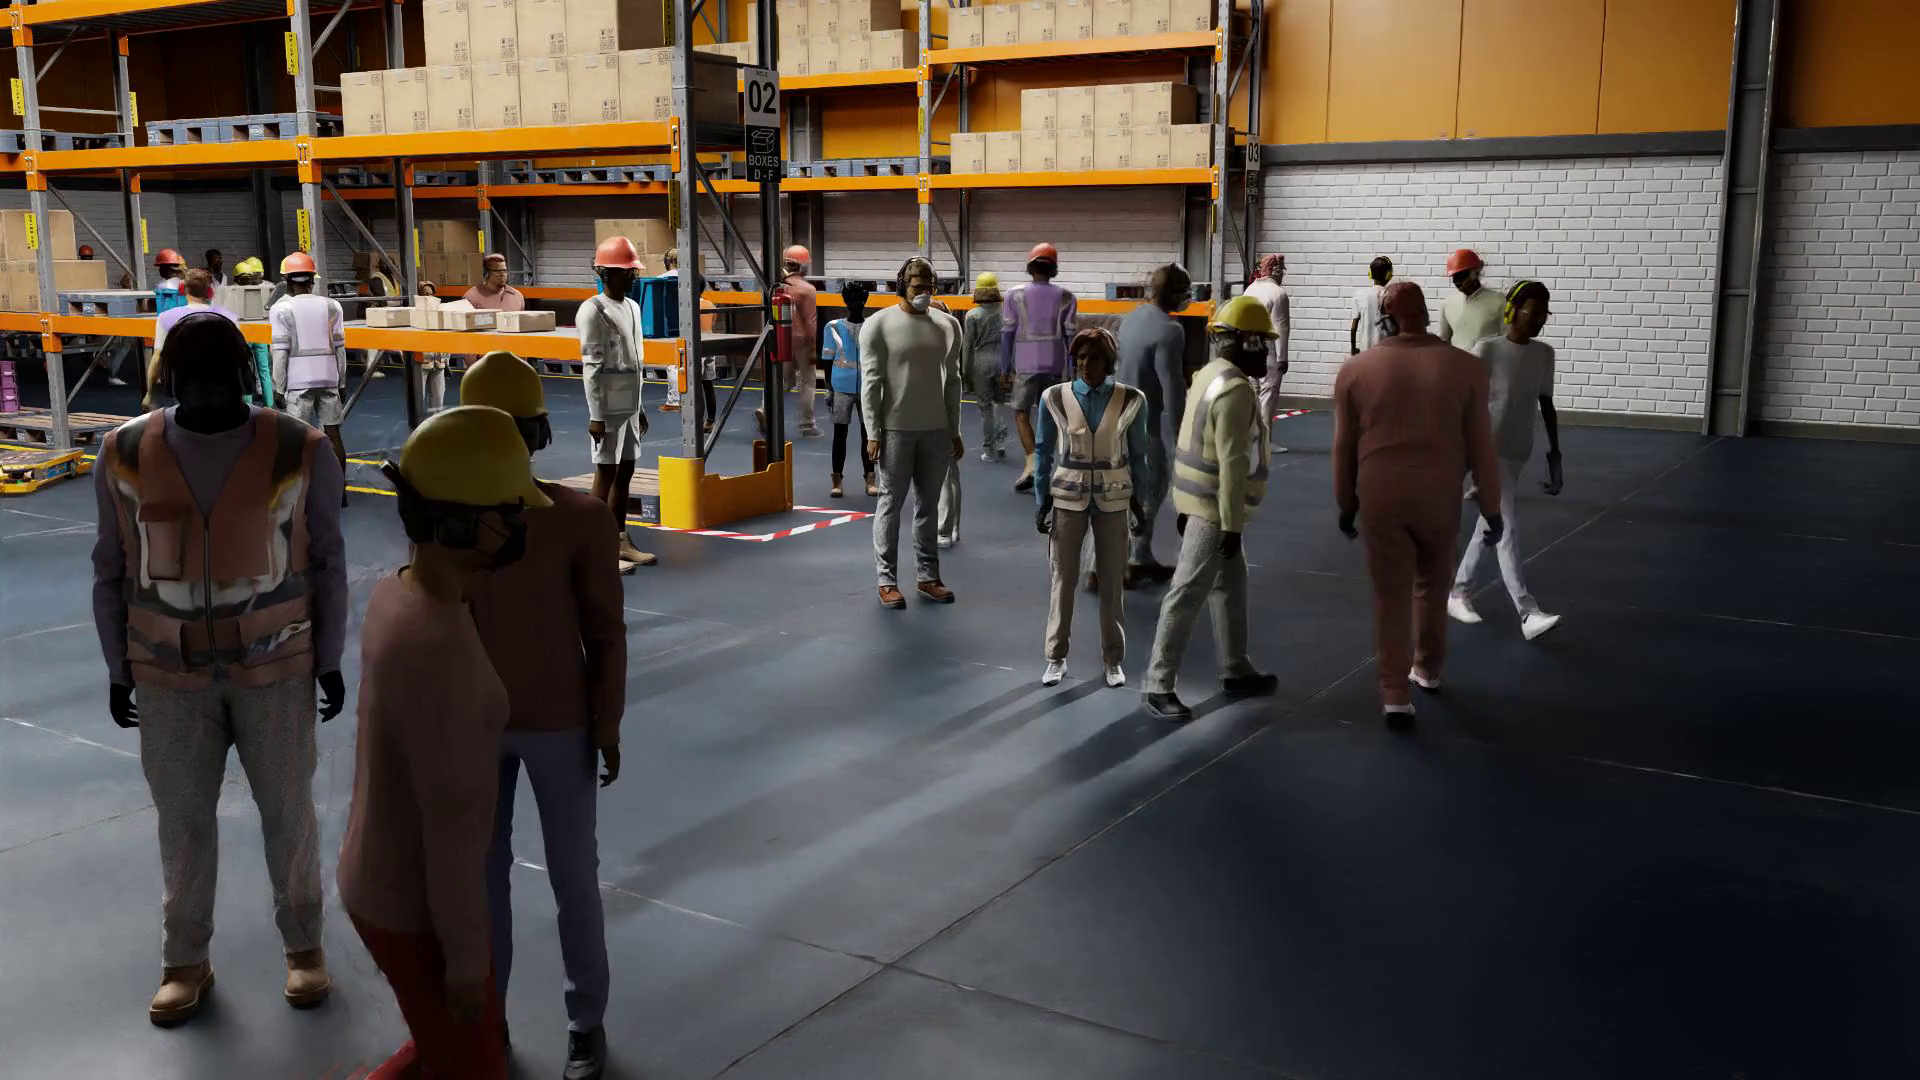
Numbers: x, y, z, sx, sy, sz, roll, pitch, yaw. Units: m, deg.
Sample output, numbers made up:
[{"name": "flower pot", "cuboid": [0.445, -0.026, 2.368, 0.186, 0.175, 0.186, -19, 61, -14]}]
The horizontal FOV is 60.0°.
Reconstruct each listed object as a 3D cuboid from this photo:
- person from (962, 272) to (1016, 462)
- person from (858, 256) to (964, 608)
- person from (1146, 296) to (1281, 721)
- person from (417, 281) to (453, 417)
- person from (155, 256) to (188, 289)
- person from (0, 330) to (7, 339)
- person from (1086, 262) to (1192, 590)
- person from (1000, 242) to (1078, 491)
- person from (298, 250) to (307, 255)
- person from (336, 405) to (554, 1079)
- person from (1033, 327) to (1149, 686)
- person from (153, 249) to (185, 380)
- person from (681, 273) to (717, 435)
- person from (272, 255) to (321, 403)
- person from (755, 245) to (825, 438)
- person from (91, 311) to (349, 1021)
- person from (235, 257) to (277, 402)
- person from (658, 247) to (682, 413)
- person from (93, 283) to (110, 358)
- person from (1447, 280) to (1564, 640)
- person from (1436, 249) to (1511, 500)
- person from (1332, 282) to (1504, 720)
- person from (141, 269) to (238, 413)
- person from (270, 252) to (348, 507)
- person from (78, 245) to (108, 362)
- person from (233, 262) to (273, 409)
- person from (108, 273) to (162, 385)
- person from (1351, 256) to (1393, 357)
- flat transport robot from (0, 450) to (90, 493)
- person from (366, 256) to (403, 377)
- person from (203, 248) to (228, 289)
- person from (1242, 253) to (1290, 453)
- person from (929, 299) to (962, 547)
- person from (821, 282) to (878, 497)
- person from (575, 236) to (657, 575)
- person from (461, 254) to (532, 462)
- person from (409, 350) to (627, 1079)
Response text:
[{"name": "person", "cuboid": [0.261, -1.587, 15.266, 0.518, 1.725, 0.429, -4, 11, -20]}, {"name": "person", "cuboid": [-0.253, -0.597, 9.238, 0.628, 1.935, 0.373, -6, 12, -29]}, {"name": "person", "cuboid": [1.104, -0.141, 7.155, 0.652, 1.788, 0.627, 0, 10, 0]}, {"name": "person", "cuboid": [-5.051, -1.629, 15.767, 0.309, 1.641, 0.514, 7, 12, 34]}, {"name": "person", "cuboid": [-10.309, -2.855, 22.082, 0.566, 1.810, 0.618, 6, 12, 29]}, {"name": "person", "cuboid": [-12.996, -2.869, 22.087, 0.653, 1.858, 0.857, -8, 13, -36]}, {"name": "person", "cuboid": [1.057, -0.641, 9.576, 0.729, 1.892, 0.646, -2, 11, -13]}, {"name": "person", "cuboid": [0.661, -1.398, 13.488, 0.639, 2.012, 0.745, -2, 10, -10]}, {"name": "person", "cuboid": [-9.997, -3.494, 25.424, 0.340, 1.882, 0.586, 6, 12, 31]}, {"name": "person", "cuboid": [-0.980, 0.629, 2.944, 0.544, 1.742, 0.551, -5, 11, -26]}, {"name": "person", "cuboid": [0.594, -0.144, 7.547, 0.522, 1.636, 0.311, 1, 10, 3]}, {"name": "person", "cuboid": [-8.636, -2.224, 18.281, 0.402, 1.919, 0.547, 3, 11, 17]}, {"name": "person", "cuboid": [-2.716, -1.925, 17.246, 0.318, 1.698, 0.534, 4, 11, 23]}, {"name": "person", "cuboid": [-5.117, -1.251, 12.908, 0.397, 1.918, 0.588, -4, 11, -19]}, {"name": "person", "cuboid": [-1.719, -1.985, 16.810, 0.613, 1.978, 0.757, 8, 13, 38]}, {"name": "person", "cuboid": [-1.921, 0.329, 4.361, 0.623, 1.844, 0.429, -3, 11, -16]}, {"name": "person", "cuboid": [-8.729, -2.612, 20.742, 0.474, 1.809, 0.609, 10, 14, 43]}, {"name": "person", "cuboid": [-3.340, -2.457, 19.529, 0.372, 1.940, 0.630, 8, 13, 38]}, {"name": "person", "cuboid": [-14.941, -3.964, 28.718, 0.285, 1.636, 0.497, 8, 13, 39]}, {"name": "person", "cuboid": [2.835, -0.404, 8.503, 0.531, 1.810, 0.993, -4, 11, -22]}, {"name": "person", "cuboid": [3.982, -1.267, 12.908, 0.540, 1.948, 0.633, -10, 14, -43]}, {"name": "person", "cuboid": [1.953, -0.169, 7.156, 0.704, 1.860, 0.937, 2, 10, 11]}, {"name": "person", "cuboid": [-5.576, -1.060, 12.140, 0.631, 1.809, 0.637, 8, 13, 38]}, {"name": "person", "cuboid": [-4.883, -1.182, 12.489, 0.542, 1.930, 0.374, -8, 13, -39]}, {"name": "person", "cuboid": [-14.486, -3.932, 27.701, 0.357, 1.936, 0.551, 9, 13, 40]}, {"name": "person", "cuboid": [-8.098, -2.262, 18.925, 0.314, 1.769, 0.523, 10, 14, 43]}, {"name": "person", "cuboid": [-11.564, -2.959, 23.282, 0.872, 1.583, 0.521, -2, 10, -11]}, {"name": "person", "cuboid": [3.998, -1.781, 15.971, 0.523, 1.870, 0.317, 6, 12, 31]}, {"name": "flat transport robot", "cuboid": [-7.789, -0.578, 13.738, 0.652, 0.197, 1.431, -2, 10, -9]}, {"name": "person", "cuboid": [-8.380, -3.279, 24.496, 0.972, 1.787, 0.620, 3, 11, 14]}, {"name": "person", "cuboid": [-10.839, -3.268, 24.118, 0.714, 1.904, 0.600, 3, 11, 16]}, {"name": "person", "cuboid": [2.946, -1.775, 15.883, 0.400, 1.896, 0.648, -4, 11, -21]}, {"name": "person", "cuboid": [-0.148, -0.765, 10.994, 0.285, 1.633, 0.501, 3, 11, 16]}, {"name": "person", "cuboid": [-0.824, -1.182, 13.131, 0.533, 1.697, 0.319, -2, 10, -10]}, {"name": "person", "cuboid": [-2.067, -0.815, 10.143, 0.391, 2.040, 0.614, 3, 11, 16]}, {"name": "person", "cuboid": [-4.124, -1.594, 14.876, 0.395, 1.898, 0.637, 9, 13, 39]}, {"name": "person", "cuboid": [-1.055, 0.437, 3.959, 0.533, 1.772, 0.296, 1, 10, 5]}]
